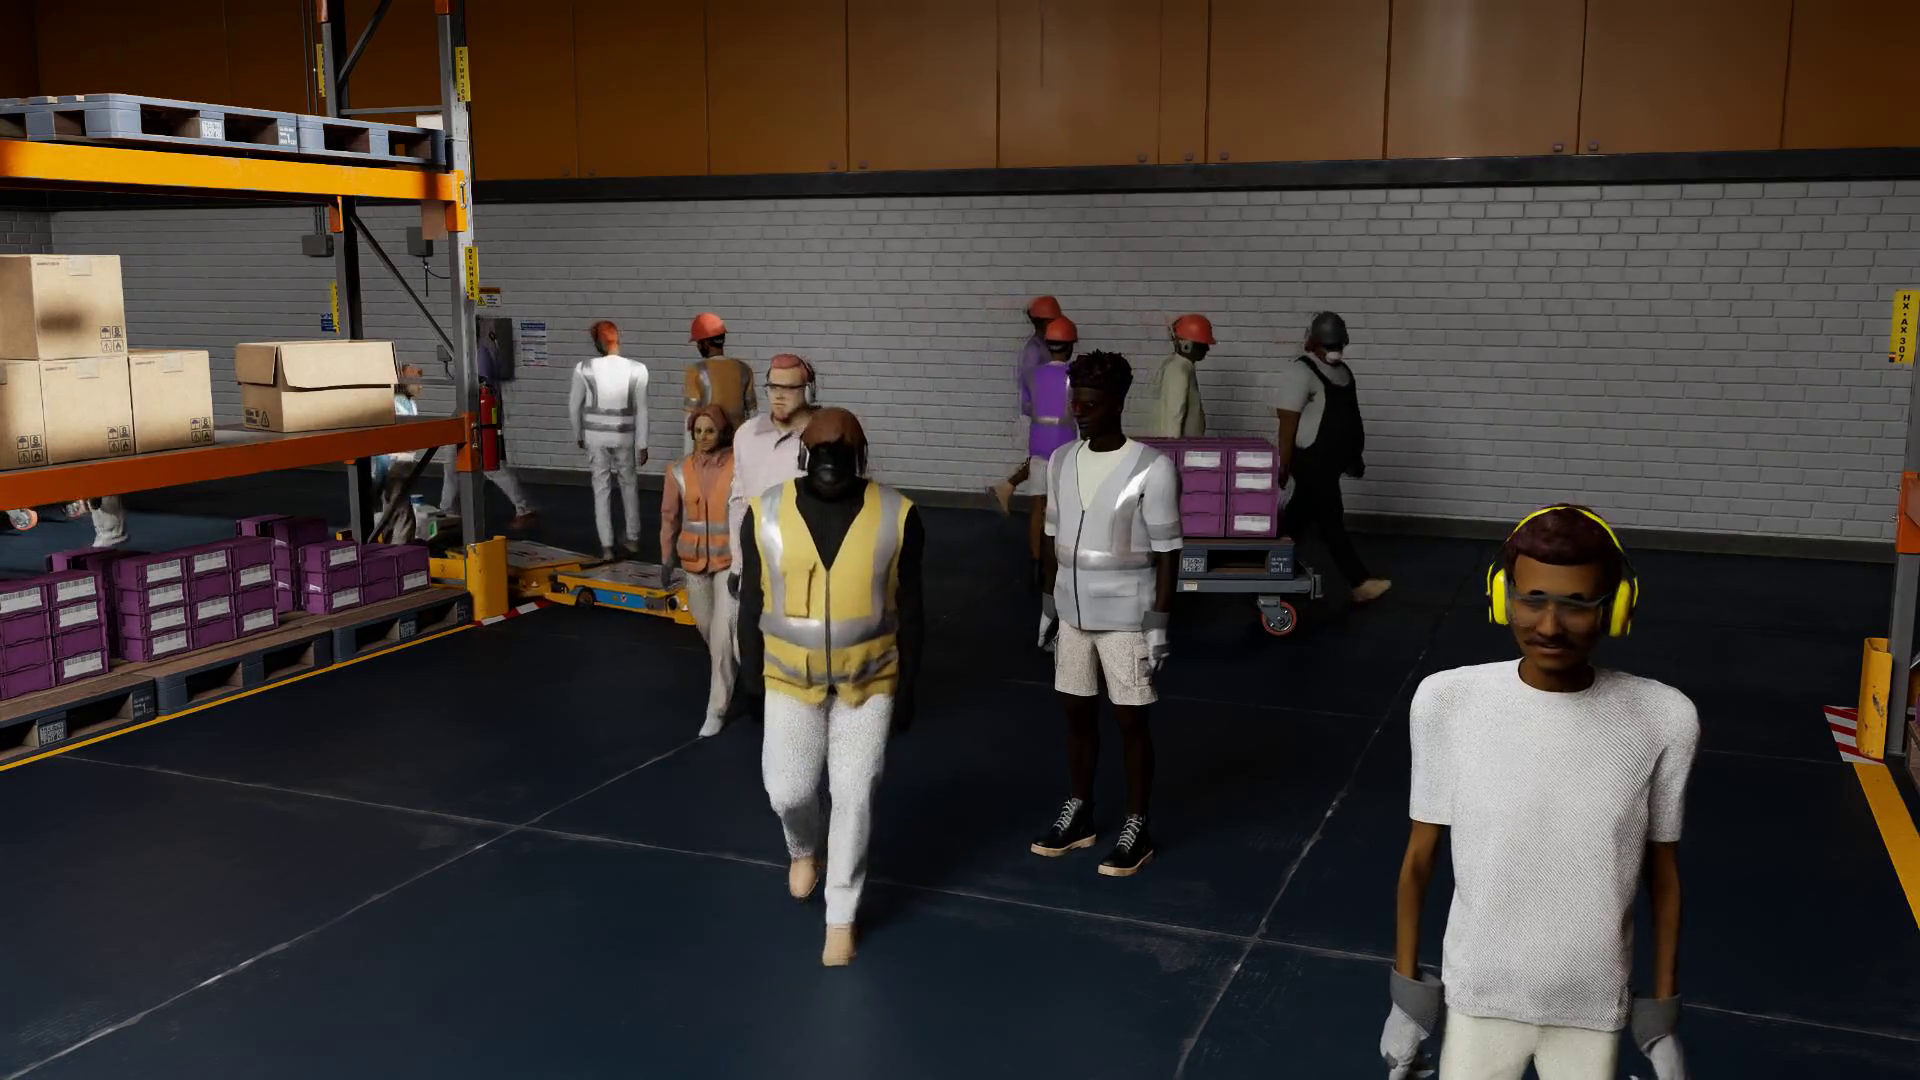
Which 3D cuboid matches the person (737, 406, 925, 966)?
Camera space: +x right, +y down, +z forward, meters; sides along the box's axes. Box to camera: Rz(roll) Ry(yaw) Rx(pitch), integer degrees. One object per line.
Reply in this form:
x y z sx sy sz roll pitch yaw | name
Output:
-0.423 0.455 5.542 0.621 1.824 0.558 0 9 -1 | person

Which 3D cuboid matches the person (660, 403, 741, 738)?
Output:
-1.214 0.107 8.319 0.530 1.606 0.825 2 10 10 | person

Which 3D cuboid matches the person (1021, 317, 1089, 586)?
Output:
0.738 -0.658 12.061 0.564 1.891 0.971 4 10 25 | person

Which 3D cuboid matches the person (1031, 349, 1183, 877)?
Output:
0.537 0.269 6.236 0.613 1.963 0.361 9 13 42 | person

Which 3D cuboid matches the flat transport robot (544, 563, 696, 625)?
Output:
-2.014 0.333 10.975 1.431 0.197 0.652 7 11 35 | flat transport robot

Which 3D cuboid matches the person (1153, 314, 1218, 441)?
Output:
1.454 -0.614 11.657 0.934 1.955 0.637 1 9 4 | person

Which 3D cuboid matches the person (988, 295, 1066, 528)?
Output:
0.631 -1.085 14.274 0.689 2.021 0.619 2 10 10 | person

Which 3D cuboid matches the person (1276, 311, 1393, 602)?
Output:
2.523 -0.603 11.295 1.035 2.000 0.746 7 12 37 | person

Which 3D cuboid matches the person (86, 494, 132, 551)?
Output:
-5.701 -0.349 11.021 0.396 1.623 0.526 -5 11 -27 | person

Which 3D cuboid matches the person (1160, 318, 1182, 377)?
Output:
1.724 -0.805 13.065 0.334 1.864 0.521 3 10 20 | person

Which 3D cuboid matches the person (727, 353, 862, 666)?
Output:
-0.735 0.113 7.397 0.669 1.891 0.482 4 10 25 | person

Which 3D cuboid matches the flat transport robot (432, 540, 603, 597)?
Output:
-3.168 0.185 11.873 0.652 0.197 1.431 -9 13 -42 | flat transport robot

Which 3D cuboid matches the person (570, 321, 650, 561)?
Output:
-2.723 -0.773 12.942 0.587 1.840 0.759 -3 10 -18 | person

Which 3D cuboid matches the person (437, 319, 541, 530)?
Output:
-4.070 -0.983 14.125 0.940 1.885 0.639 -7 12 -38 | person

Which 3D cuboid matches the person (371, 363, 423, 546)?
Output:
-4.071 -0.452 11.740 0.619 1.594 0.524 -1 9 -5 | person

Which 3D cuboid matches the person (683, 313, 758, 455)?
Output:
-1.735 -0.677 12.105 0.622 1.928 0.414 -7 12 -36 | person

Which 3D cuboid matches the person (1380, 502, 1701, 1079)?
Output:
1.039 0.853 3.004 0.535 1.864 0.309 2 10 14 | person

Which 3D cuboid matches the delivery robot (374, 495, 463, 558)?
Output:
-4.045 -0.095 12.425 0.707 0.478 0.477 6 11 33 | delivery robot
